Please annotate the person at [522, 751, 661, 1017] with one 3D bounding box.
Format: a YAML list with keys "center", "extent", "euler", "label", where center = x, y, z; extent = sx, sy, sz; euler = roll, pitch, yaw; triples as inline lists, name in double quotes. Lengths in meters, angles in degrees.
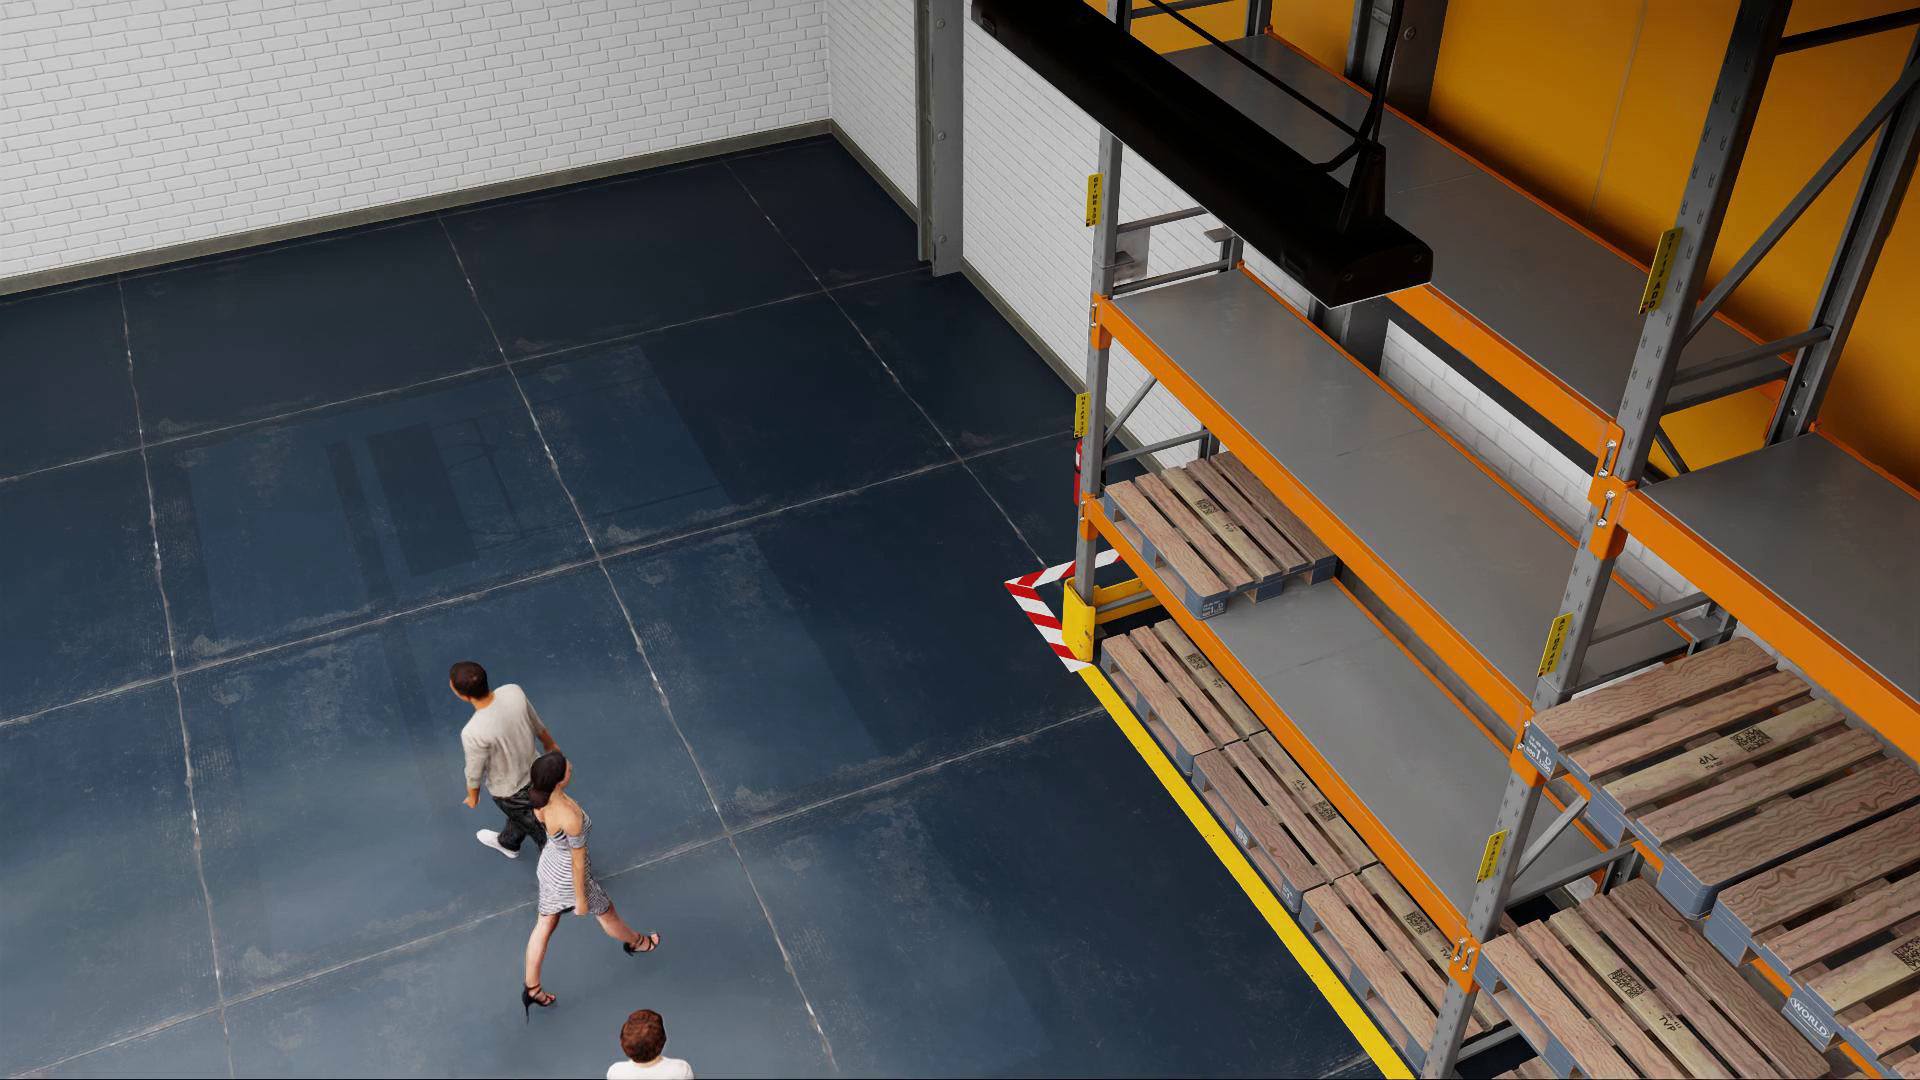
- center: [-2.185, 1.877, 8.898]
  extent: [0.876, 1.768, 1.082]
  euler: [-29, 47, -31]
  label: "person"

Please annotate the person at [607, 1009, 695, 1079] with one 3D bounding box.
- center: [-1.412, 2.794, 7.841]
  extent: [0.643, 1.653, 0.625]
  euler: [-5, 39, -6]
  label: "person"

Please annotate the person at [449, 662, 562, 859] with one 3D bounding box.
- center: [-2.449, 1.398, 9.499]
  extent: [1.170, 1.767, 1.098]
  euler: [16, 41, 19]
  label: "person"
